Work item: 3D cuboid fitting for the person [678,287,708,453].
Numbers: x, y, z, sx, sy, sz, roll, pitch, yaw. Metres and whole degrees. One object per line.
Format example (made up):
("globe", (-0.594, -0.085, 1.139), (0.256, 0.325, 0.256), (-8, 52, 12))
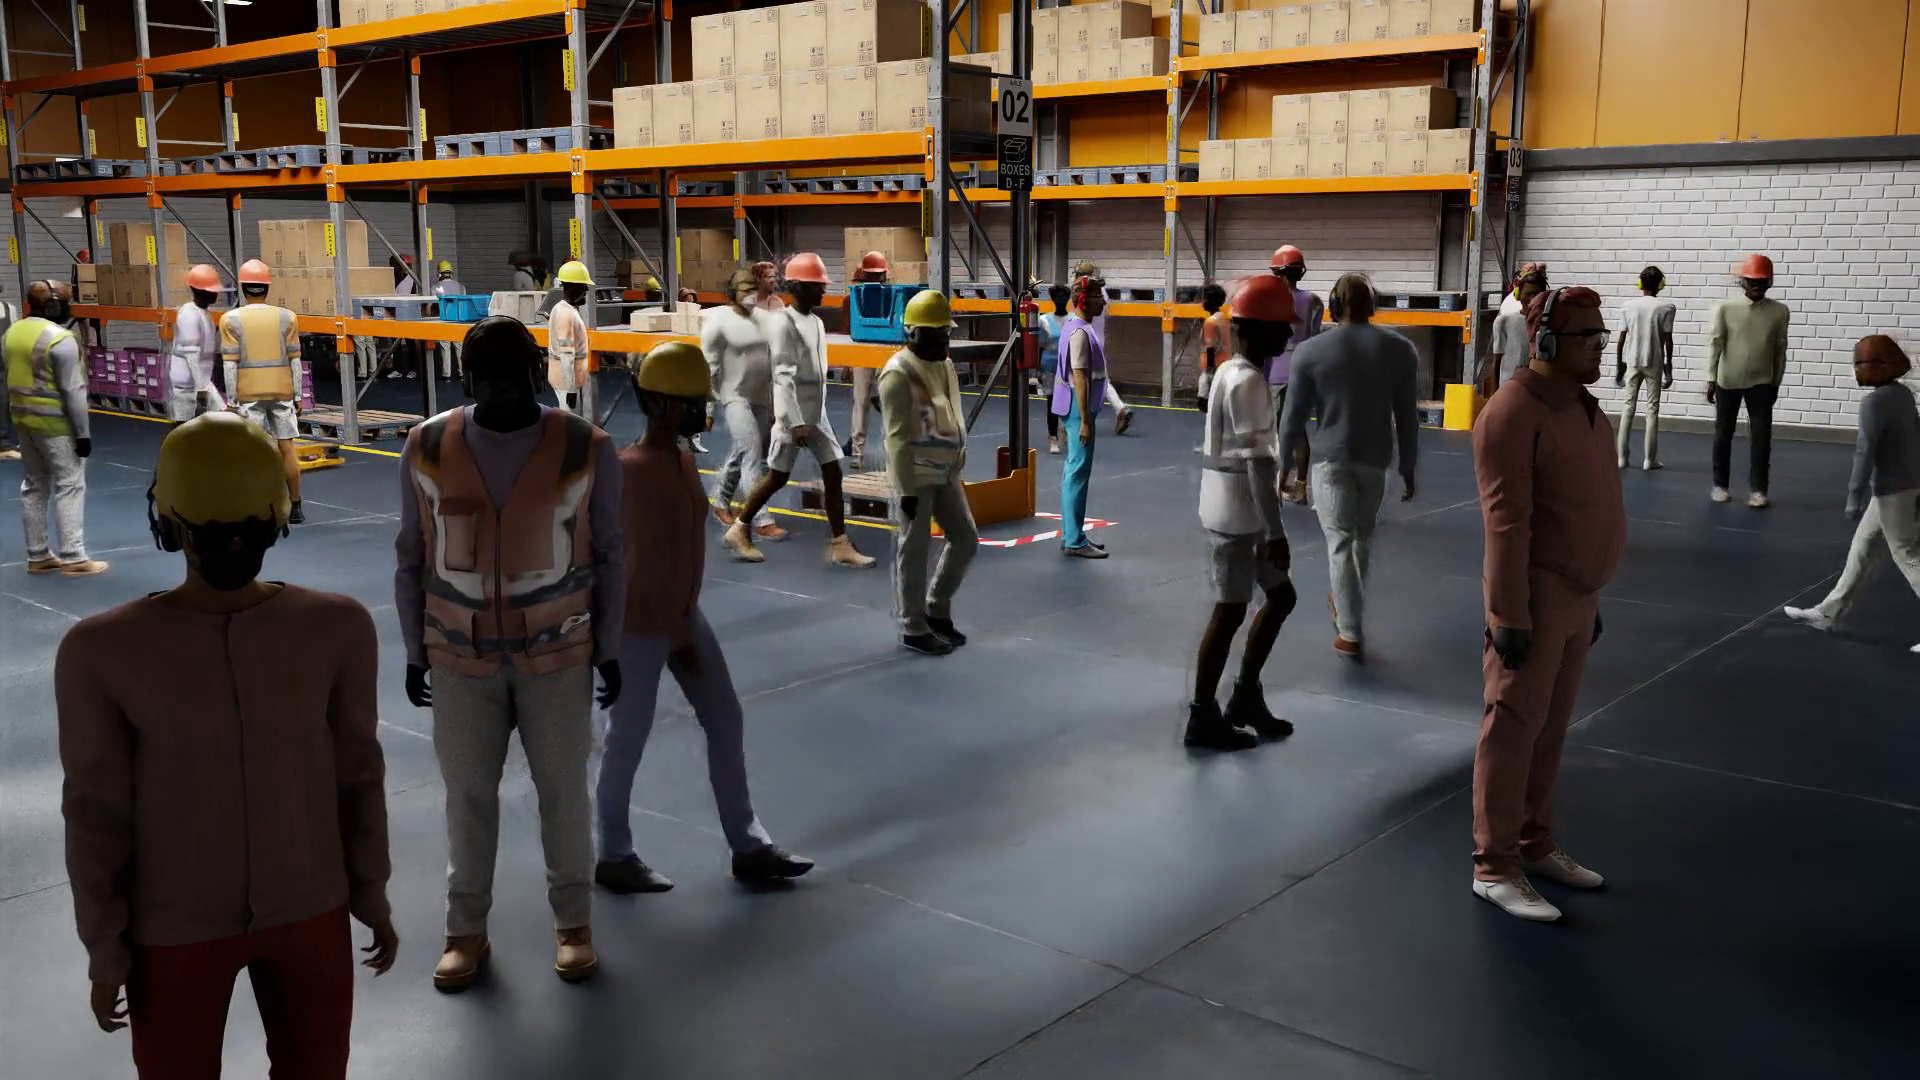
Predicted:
("person", (-2.699, -1.650, 16.325), (0.308, 1.639, 0.510), (9, 14, 43))

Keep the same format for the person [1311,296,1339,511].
("person", (2.925, -1.052, 12.624), (0.323, 1.741, 0.490), (-6, 12, -32))

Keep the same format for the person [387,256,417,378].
("person", (-8.725, -3.486, 25.984), (0.596, 1.915, 0.372), (2, 10, 10))

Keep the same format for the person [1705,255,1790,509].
("person", (6.153, -1.227, 13.001), (0.635, 1.960, 0.905), (2, 10, 12))

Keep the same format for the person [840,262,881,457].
("person", (-0.798, -1.705, 15.914), (0.952, 1.902, 0.547), (4, 11, 21))

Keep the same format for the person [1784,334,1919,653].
("person", (4.703, -0.236, 8.413), (0.881, 1.586, 0.536), (10, 14, 44))

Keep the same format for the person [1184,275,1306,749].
("person", (1.187, -0.092, 6.674), (0.606, 1.916, 0.562), (2, 10, 10))

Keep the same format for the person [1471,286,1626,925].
("person", (1.811, 0.187, 5.100), (0.409, 1.909, 0.643), (8, 13, 40))

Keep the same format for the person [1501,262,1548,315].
("person", (5.220, -1.602, 15.331), (0.401, 1.895, 0.652), (-1, 10, -7))

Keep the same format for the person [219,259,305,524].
("person", (-5.076, -1.063, 12.125), (0.542, 1.939, 0.365), (-6, 12, -30))

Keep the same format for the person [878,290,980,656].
("person", (-0.148, -0.318, 8.222), (0.470, 1.818, 0.629), (6, 11, 30))

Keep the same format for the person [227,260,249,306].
("person", (-9.886, -2.998, 23.381), (0.986, 1.852, 0.664), (7, 12, 36))

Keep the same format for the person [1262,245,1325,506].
("person", (2.547, -1.280, 13.061), (0.608, 2.044, 0.370), (-5, 11, -26))

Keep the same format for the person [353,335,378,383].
("person", (-9.042, -3.286, 25.083), (0.404, 1.830, 0.603), (3, 10, 17))

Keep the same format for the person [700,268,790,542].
("person", (-1.539, -0.972, 11.764), (1.011, 1.894, 0.632), (9, 13, 42))

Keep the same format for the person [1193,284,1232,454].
("person", (2.543, -1.648, 16.201), (0.468, 1.686, 0.533), (5, 11, 25))

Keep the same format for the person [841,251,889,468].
("person", (-0.783, -1.646, 15.288), (0.623, 1.989, 0.400), (-1, 10, -6))

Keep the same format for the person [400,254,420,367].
("person", (-9.379, -3.893, 28.277), (0.586, 1.921, 0.473), (-8, 13, -38))

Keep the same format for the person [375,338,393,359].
("person", (-10.640, -4.144, 30.529), (0.497, 1.634, 0.278), (-9, 13, -41))

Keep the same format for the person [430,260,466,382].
("person", (-7.746, -3.297, 25.140), (0.404, 1.834, 0.591), (9, 14, 42))

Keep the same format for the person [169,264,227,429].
("person", (-6.245, -1.309, 13.664), (0.886, 1.880, 0.562), (-1, 10, -5))

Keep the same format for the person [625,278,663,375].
("person", (-3.116, -1.822, 17.063), (0.535, 1.724, 0.894), (-6, 11, -30))

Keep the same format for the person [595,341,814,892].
("person", (-0.818, 0.265, 5.129), (0.780, 1.734, 0.536), (3, 10, 17))

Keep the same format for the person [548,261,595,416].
("person", (-3.128, -1.285, 13.457), (0.398, 1.918, 0.588), (-2, 10, -12))

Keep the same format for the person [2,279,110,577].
("person", (-5.597, -0.681, 10.273), (0.633, 1.835, 0.431), (6, 11, 29))

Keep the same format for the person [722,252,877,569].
("person", (-1.054, -0.815, 10.546), (1.020, 2.007, 0.608), (5, 11, 26))

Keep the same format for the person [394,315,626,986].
("person", (-1.232, 0.310, 4.582), (0.619, 1.845, 0.430), (-1, 10, -7))

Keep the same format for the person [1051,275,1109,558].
("person", (0.790, -0.807, 10.938), (0.384, 1.842, 0.569), (0, 10, 1))

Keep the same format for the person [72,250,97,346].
("person", (-13.038, -3.337, 24.912), (0.617, 1.994, 0.381), (8, 13, 40))

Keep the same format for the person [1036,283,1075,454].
("person", (0.988, -1.681, 16.357), (0.548, 1.682, 0.362), (-1, 10, -4))

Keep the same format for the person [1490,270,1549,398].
("person", (4.034, -0.989, 11.919), (0.518, 1.865, 0.327), (-2, 10, -11))

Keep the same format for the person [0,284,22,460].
("person", (-9.070, -1.605, 15.632), (0.644, 1.810, 0.602), (7, 12, 33))

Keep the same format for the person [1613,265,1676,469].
("person", (6.277, -1.580, 15.284), (0.534, 1.865, 0.323), (8, 13, 38))

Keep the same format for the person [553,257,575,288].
("person", (-6.219, -3.574, 26.577), (0.349, 1.882, 0.584), (8, 13, 39))

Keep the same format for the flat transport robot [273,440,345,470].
("flat transport robot", (-6.453, -0.794, 15.336), (1.431, 0.197, 0.652), (5, 11, 24))

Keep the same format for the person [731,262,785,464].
("person", (-1.811, -1.604, 15.338), (0.400, 1.902, 0.642), (9, 13, 42))

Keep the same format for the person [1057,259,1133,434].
("person", (1.434, -2.074, 17.982), (0.871, 1.916, 0.641), (9, 14, 42))

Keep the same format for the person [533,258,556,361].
("person", (-7.425, -4.069, 29.508), (0.628, 1.846, 0.429), (-4, 11, -23))

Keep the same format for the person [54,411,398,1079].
("person", (-1.223, 0.656, 2.848), (0.522, 1.761, 0.321), (-8, 13, -37))

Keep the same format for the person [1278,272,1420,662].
("person", (1.935, -0.395, 8.442), (0.662, 1.889, 0.993), (0, 10, -2))

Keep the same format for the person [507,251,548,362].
("person", (-7.728, -4.165, 29.495), (0.910, 2.000, 0.759), (2, 10, 13))
